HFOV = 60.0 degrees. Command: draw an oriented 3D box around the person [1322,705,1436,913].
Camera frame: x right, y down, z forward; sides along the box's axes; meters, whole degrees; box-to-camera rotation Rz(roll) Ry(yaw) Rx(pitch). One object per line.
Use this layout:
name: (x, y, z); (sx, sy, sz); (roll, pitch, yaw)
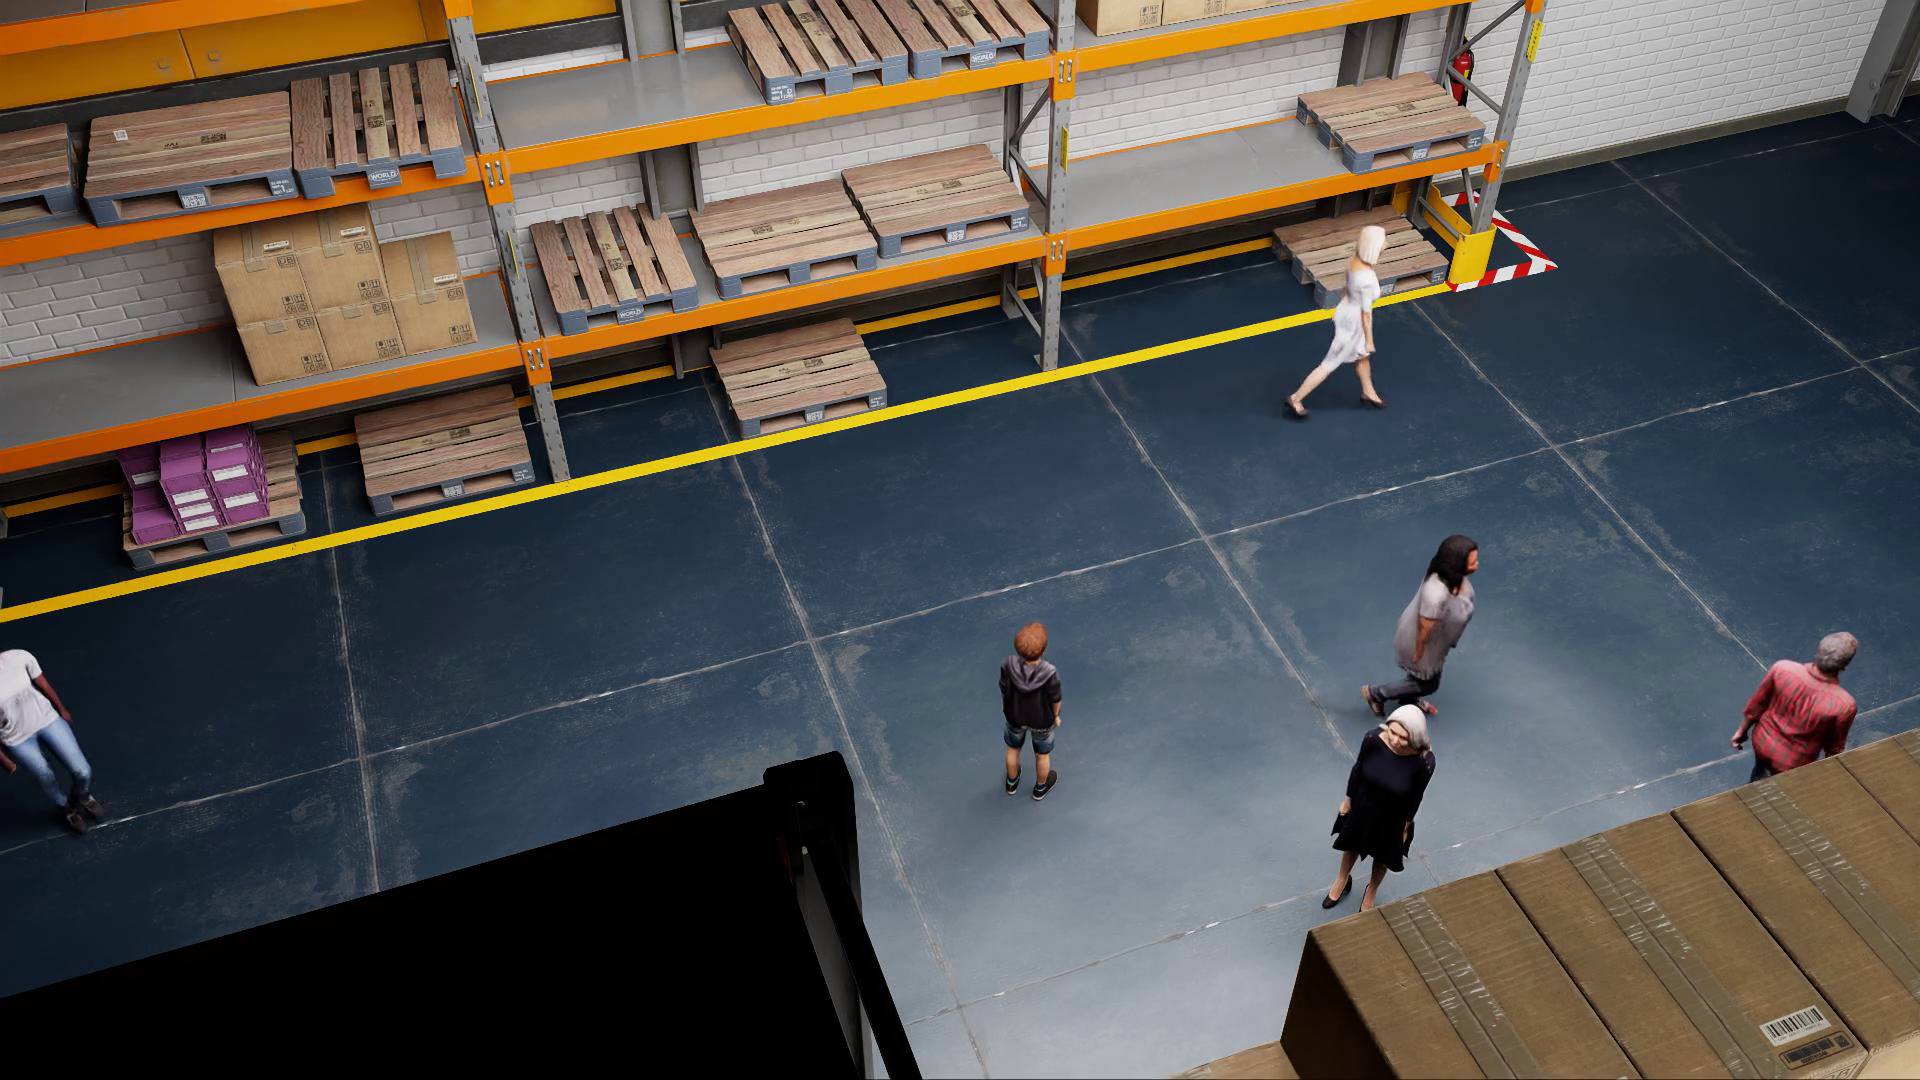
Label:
person: (2.337, 1.530, 9.281); (0.697, 1.747, 0.743); (23, 48, 22)

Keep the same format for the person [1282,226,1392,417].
person: (2.872, -1.599, 12.596); (1.170, 1.705, 0.830); (-1, 44, -1)

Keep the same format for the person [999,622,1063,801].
person: (0.422, 1.034, 10.019); (0.613, 1.447, 0.687); (12, 45, 13)

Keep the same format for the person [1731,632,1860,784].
person: (4.660, 1.261, 9.535); (1.304, 1.786, 0.927); (-26, 49, -25)

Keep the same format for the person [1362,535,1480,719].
person: (2.865, 0.550, 10.422); (0.910, 1.593, 0.840); (13, 45, 13)

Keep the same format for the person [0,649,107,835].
person: (-5.489, 1.087, 9.773); (0.782, 1.710, 0.695); (33, 53, 30)
